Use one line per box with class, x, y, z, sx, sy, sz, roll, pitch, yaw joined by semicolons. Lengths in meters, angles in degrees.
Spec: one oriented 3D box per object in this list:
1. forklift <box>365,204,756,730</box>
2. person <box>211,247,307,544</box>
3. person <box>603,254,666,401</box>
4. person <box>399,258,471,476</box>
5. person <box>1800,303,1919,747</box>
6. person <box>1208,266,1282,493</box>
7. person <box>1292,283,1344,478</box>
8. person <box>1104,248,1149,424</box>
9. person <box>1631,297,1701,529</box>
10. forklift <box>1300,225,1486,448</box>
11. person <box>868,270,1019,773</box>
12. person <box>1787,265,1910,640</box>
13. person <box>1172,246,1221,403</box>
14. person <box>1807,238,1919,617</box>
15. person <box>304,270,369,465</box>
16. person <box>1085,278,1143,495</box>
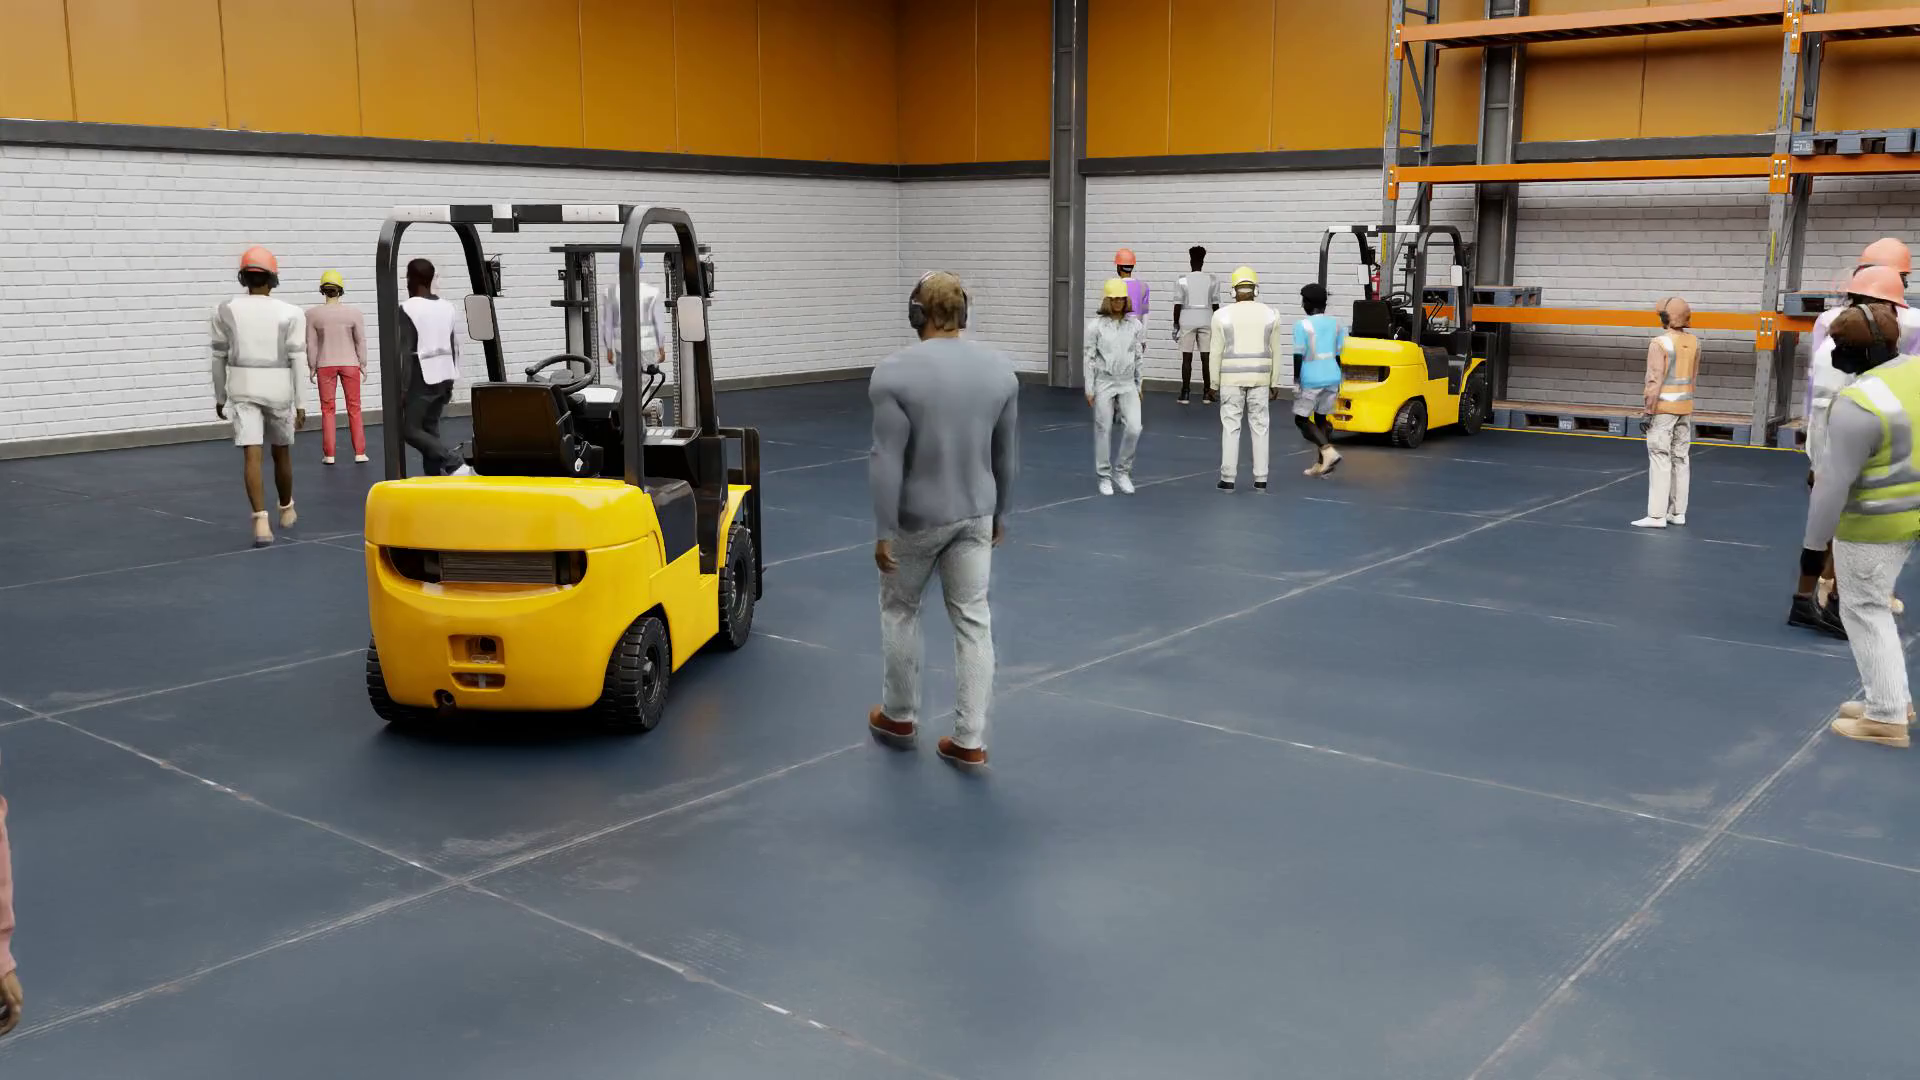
forklift;-1.766;-0.406;7.525;1.214;2.155;2.313;1;10;7
person;-4.768;-0.993;11.356;0.630;1.987;1.048;-3;11;-18
person;-3.340;-2.010;17.126;0.617;1.929;0.455;0;10;-2
person;-4.098;-1.223;12.864;0.571;1.901;0.621;3;11;17
person;3.659;-0.050;6.673;0.704;1.792;0.434;-8;13;-37
person;2.288;-1.282;13.409;0.586;1.823;0.403;0;10;-3
person;3.060;-1.333;14.084;0.559;1.675;0.495;-6;12;-31
person;1.826;-2.256;18.473;0.545;1.942;0.354;-4;11;-21
person;5.008;-0.892;11.761;0.525;1.636;0.307;-6;12;-32
forklift;4.449;-2.115;16.993;1.214;2.155;2.313;8;13;38
person;-0.117;-0.092;6.539;0.657;1.910;0.825;-5;11;-25
person;4.601;-0.433;8.490;0.637;1.904;0.537;9;13;39
person;2.945;-2.682;20.766;0.602;1.966;0.368;0;10;-3
person;4.916;-0.600;9.016;0.609;2.044;0.394;10;14;43
person;-5.656;-1.561;15.113;0.525;1.769;0.310;-4;11;-20
person;1.232;-1.208;13.242;0.508;1.730;0.464;-2;11;-13
